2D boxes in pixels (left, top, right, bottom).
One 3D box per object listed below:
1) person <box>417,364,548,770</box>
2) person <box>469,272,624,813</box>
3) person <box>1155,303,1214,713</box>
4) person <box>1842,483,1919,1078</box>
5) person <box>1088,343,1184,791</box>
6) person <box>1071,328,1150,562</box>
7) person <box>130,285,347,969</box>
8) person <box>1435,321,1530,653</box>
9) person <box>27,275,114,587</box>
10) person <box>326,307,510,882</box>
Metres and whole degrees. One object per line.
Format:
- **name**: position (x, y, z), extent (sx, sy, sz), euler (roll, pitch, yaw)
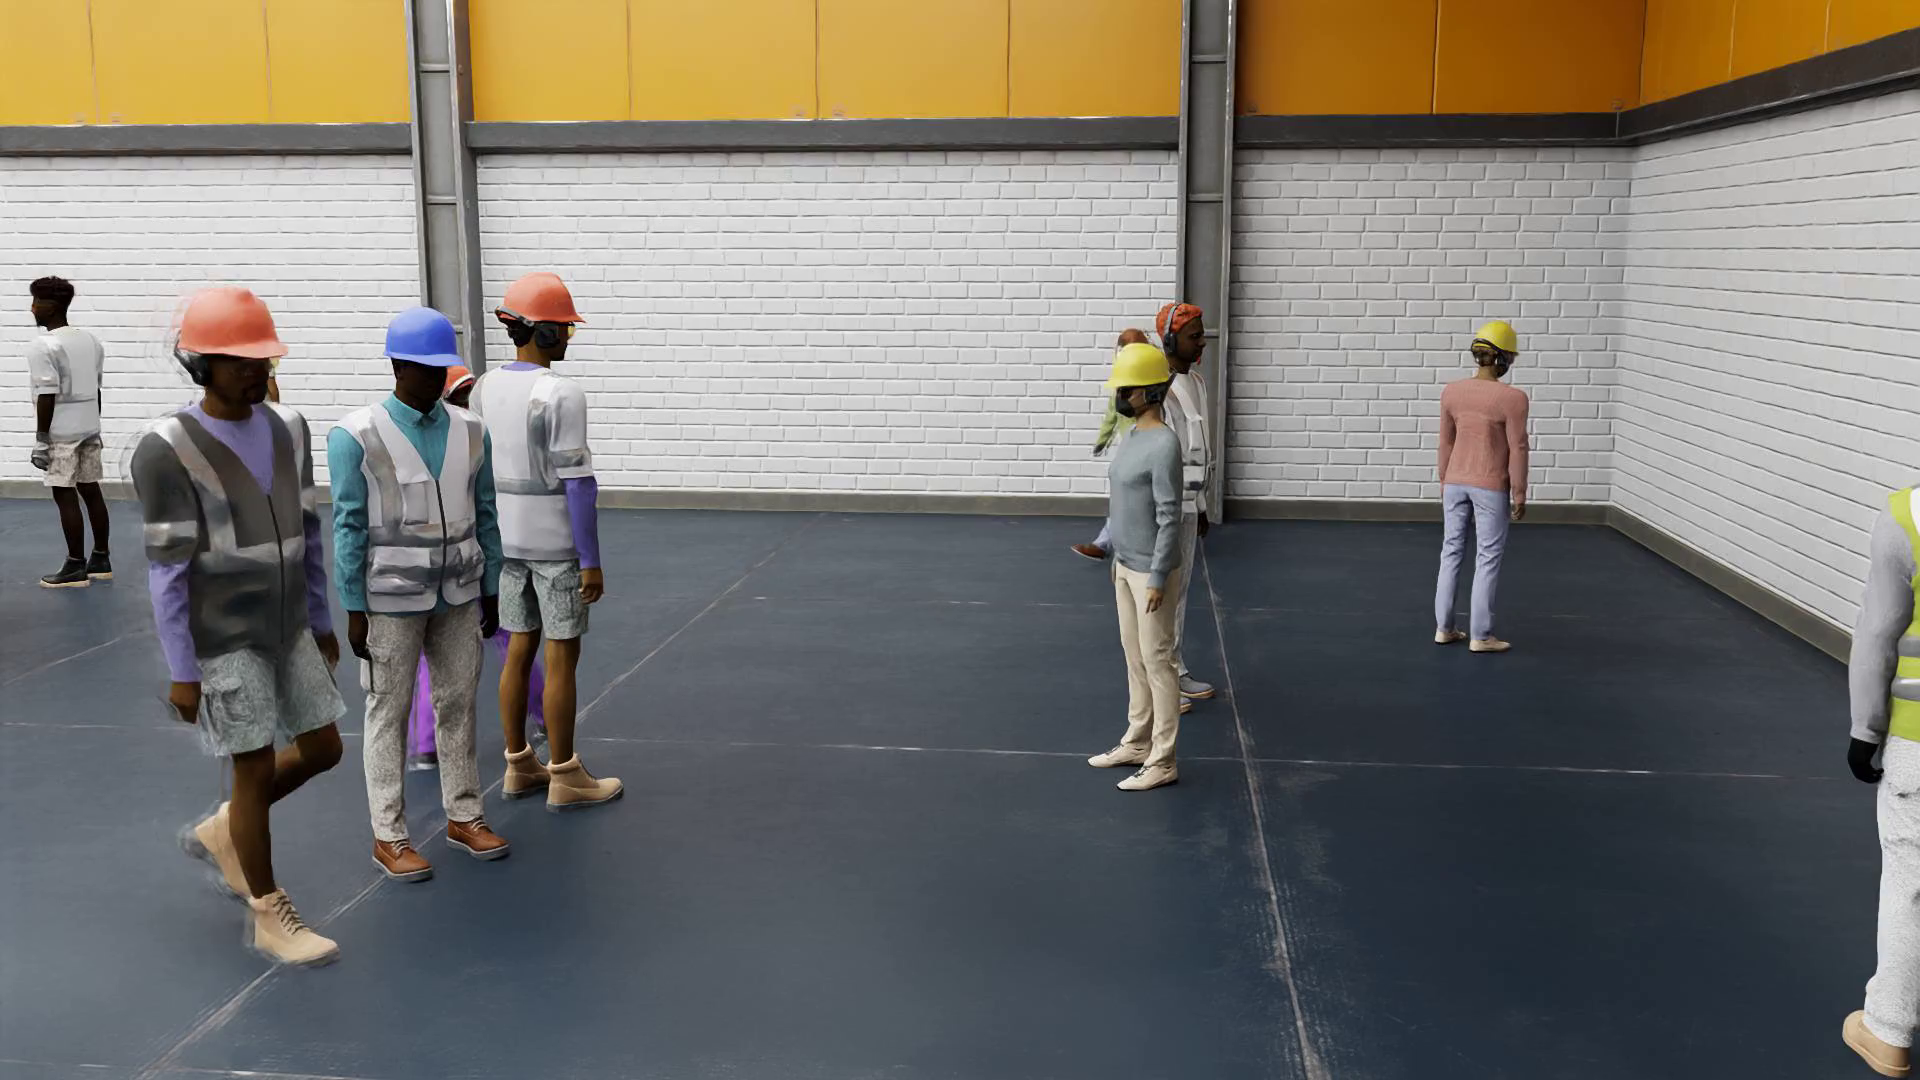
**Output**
- **person**: position (-2.066, 0.068, 7.018), extent (0.607, 1.692, 0.683), euler (-1, 10, -7)
- **person**: position (-1.573, 0.011, 6.339), extent (0.615, 2.042, 0.374), euler (7, 12, 37)
- **person**: position (1.000, -0.153, 7.741), extent (0.356, 1.882, 0.574), euler (6, 11, 30)
- **person**: position (2.587, 0.486, 4.229), extent (0.626, 1.836, 0.430), euler (2, 10, 12)
- **person**: position (0.713, 0.106, 6.594), extent (0.314, 1.768, 0.522), euler (-2, 10, -14)
- **person**: position (1.122, -0.640, 11.373), extent (0.844, 1.589, 0.514), euler (-3, 10, -16)
- **person**: position (-2.149, 0.262, 4.960), extent (0.574, 2.026, 0.629), euler (4, 11, 23)
- **person**: position (2.774, -0.275, 8.814), extent (0.342, 1.754, 0.533), euler (-8, 13, -39)
- **person**: position (-5.657, -0.684, 10.538), extent (0.361, 1.965, 0.613), euler (1, 10, 6)
- **person**: position (-1.824, 0.183, 5.668), extent (0.415, 1.939, 0.605), euler (9, 13, 42)
